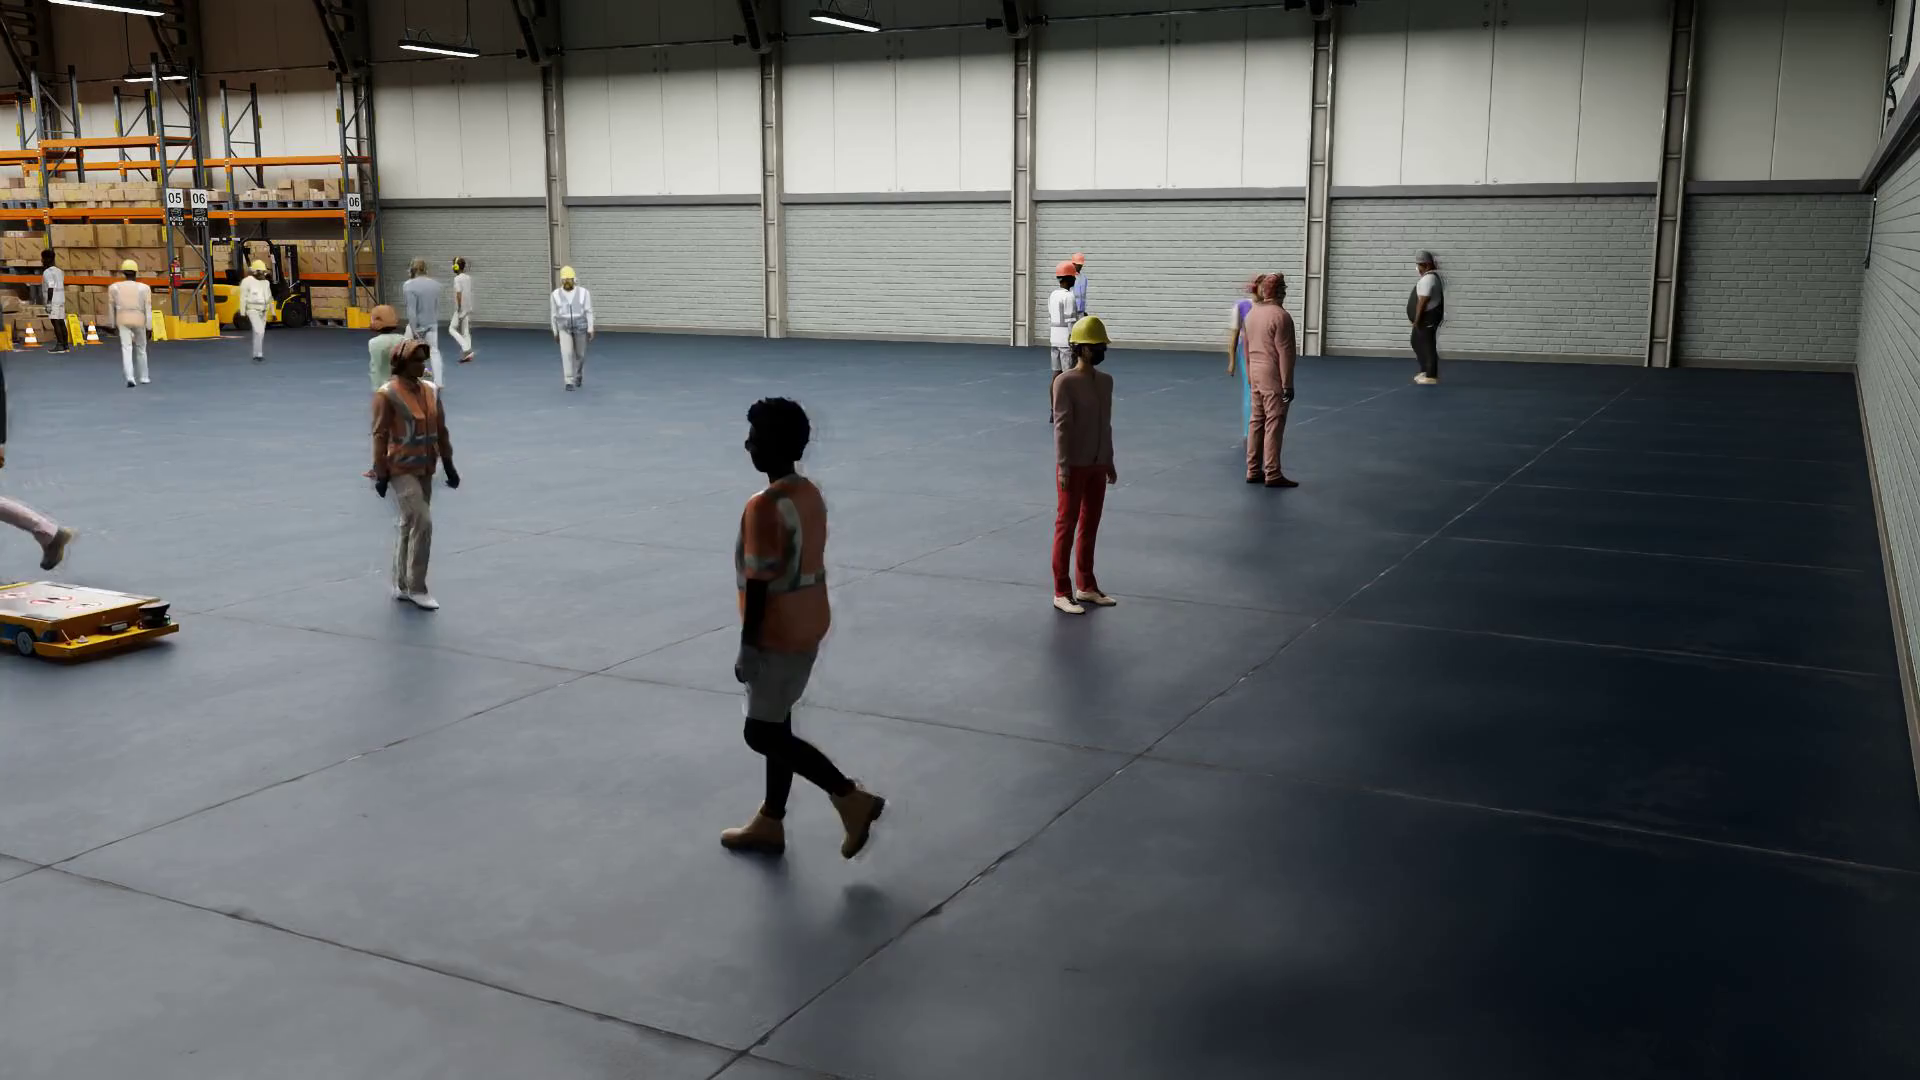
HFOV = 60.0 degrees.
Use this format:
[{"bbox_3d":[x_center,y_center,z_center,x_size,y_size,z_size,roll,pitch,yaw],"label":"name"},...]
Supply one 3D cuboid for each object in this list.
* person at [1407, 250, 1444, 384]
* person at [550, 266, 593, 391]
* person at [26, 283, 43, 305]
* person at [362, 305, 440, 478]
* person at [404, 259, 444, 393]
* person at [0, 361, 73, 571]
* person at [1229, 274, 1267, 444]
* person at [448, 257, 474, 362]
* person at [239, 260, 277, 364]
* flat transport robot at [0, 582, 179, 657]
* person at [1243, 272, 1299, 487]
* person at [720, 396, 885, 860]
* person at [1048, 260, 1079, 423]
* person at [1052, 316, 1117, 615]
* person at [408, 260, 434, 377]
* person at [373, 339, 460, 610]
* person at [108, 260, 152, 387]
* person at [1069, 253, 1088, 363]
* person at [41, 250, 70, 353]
[{"bbox_3d":[7.040,-3.376,25.155,0.559,2.000,0.702,4,11,19],"label":"person"},{"bbox_3d":[-5.666,-3.099,24.300,0.586,1.808,0.832,-3,11,-14],"label":"person"},{"bbox_3d":[-24.764,-6.877,44.583,0.392,1.921,0.585,5,12,27],"label":"person"},{"bbox_3d":[-5.202,-1.358,15.323,0.704,1.611,0.506,3,11,18],"label":"person"},{"bbox_3d":[-7.749,-3.044,23.723,0.934,1.900,0.641,6,12,32],"label":"person"},{"bbox_3d":[-6.217,-0.684,10.656,0.693,1.975,0.620,-8,13,-37],"label":"person"},{"bbox_3d":[3.203,-1.876,17.548,0.600,1.822,0.717,-4,11,-21],"label":"person"},{"bbox_3d":[-8.812,-4.051,29.351,0.408,1.848,0.524,3,11,15],"label":"person"},{"bbox_3d":[-12.231,-3.981,29.069,0.608,1.805,0.628,4,11,20],"label":"person"},{"bbox_3d":[-5.120,0.422,9.272,1.431,0.197,0.652,5,12,27],"label":"flat transport robot"},{"bbox_3d":[2.804,-1.429,14.890,0.409,1.912,0.651,-4,11,-23],"label":"person"},{"bbox_3d":[-0.577,0.333,5.890,0.602,1.681,0.542,2,11,13],"label":"person"},{"bbox_3d":[1.256,-2.344,19.793,0.347,1.943,0.544,-5,11,-24],"label":"person"},{"bbox_3d":[0.755,-0.450,9.952,0.312,1.768,0.522,9,14,41],"label":"person"},{"bbox_3d":[-8.555,-3.514,26.405,0.429,1.856,0.560,4,11,21],"label":"person"},{"bbox_3d":[-3.253,-0.396,10.039,0.567,1.619,0.518,3,11,18],"label":"person"},{"bbox_3d":[-12.374,-3.234,24.831,0.603,1.886,0.966,-4,11,-19],"label":"person"},{"bbox_3d":[2.028,-4.033,29.022,0.550,1.933,0.373,-8,13,-36],"label":"person"},{"bbox_3d":[-17.325,-4.558,31.799,0.361,1.963,0.613,-1,10,-7],"label":"person"}]
